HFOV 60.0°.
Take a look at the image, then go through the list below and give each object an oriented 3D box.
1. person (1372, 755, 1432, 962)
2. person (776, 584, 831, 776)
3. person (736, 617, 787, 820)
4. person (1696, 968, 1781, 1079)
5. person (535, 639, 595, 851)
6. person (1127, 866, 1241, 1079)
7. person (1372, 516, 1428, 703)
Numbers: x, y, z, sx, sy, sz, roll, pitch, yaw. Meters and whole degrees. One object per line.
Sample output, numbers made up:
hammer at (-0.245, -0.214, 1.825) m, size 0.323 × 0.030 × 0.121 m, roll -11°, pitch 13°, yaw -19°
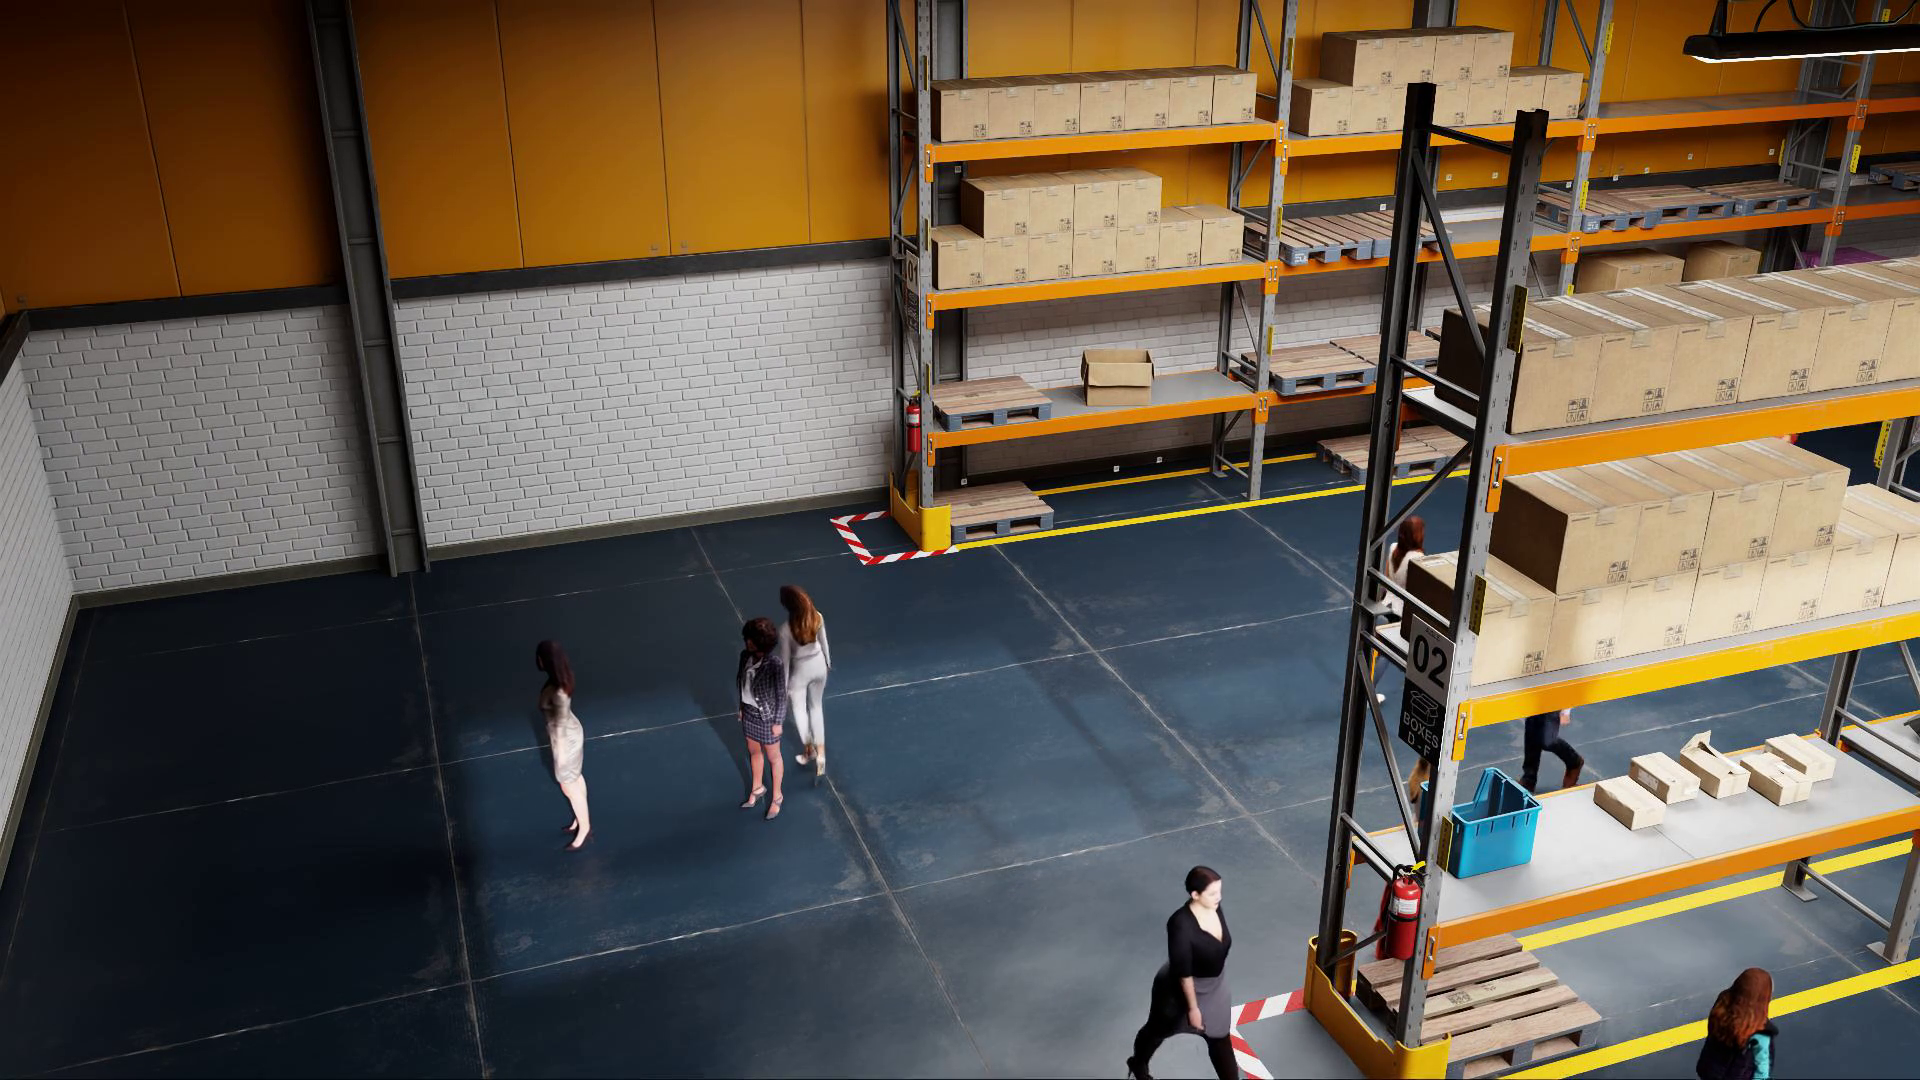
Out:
person at (3.072, 2.087, 11.167) m, size 0.745 × 1.800 × 0.722 m, roll 4°, pitch 24°, yaw 8°
person at (-1.231, 1.148, 13.393) m, size 0.753 × 1.738 × 0.832 m, roll -12°, pitch 26°, yaw -25°
person at (-1.537, 1.368, 12.936) m, size 0.703 × 1.702 × 0.715 m, roll 18°, pitch 30°, yaw 36°
person at (4.280, 3.055, 9.340) m, size 0.828 × 1.489 × 0.679 m, roll -3°, pitch 24°, yaw -6°
person at (-2.967, 1.526, 12.522) m, size 0.565 × 1.743 × 0.608 m, roll -5°, pitch 24°, yaw -11°
person at (1.279, 2.675, 9.938) m, size 1.061 × 1.708 × 1.148 m, roll 20°, pitch 30°, yaw 38°
person at (3.780, 0.656, 14.518) m, size 1.124 × 1.738 × 0.720 m, roll -12°, pitch 26°, yaw -25°
